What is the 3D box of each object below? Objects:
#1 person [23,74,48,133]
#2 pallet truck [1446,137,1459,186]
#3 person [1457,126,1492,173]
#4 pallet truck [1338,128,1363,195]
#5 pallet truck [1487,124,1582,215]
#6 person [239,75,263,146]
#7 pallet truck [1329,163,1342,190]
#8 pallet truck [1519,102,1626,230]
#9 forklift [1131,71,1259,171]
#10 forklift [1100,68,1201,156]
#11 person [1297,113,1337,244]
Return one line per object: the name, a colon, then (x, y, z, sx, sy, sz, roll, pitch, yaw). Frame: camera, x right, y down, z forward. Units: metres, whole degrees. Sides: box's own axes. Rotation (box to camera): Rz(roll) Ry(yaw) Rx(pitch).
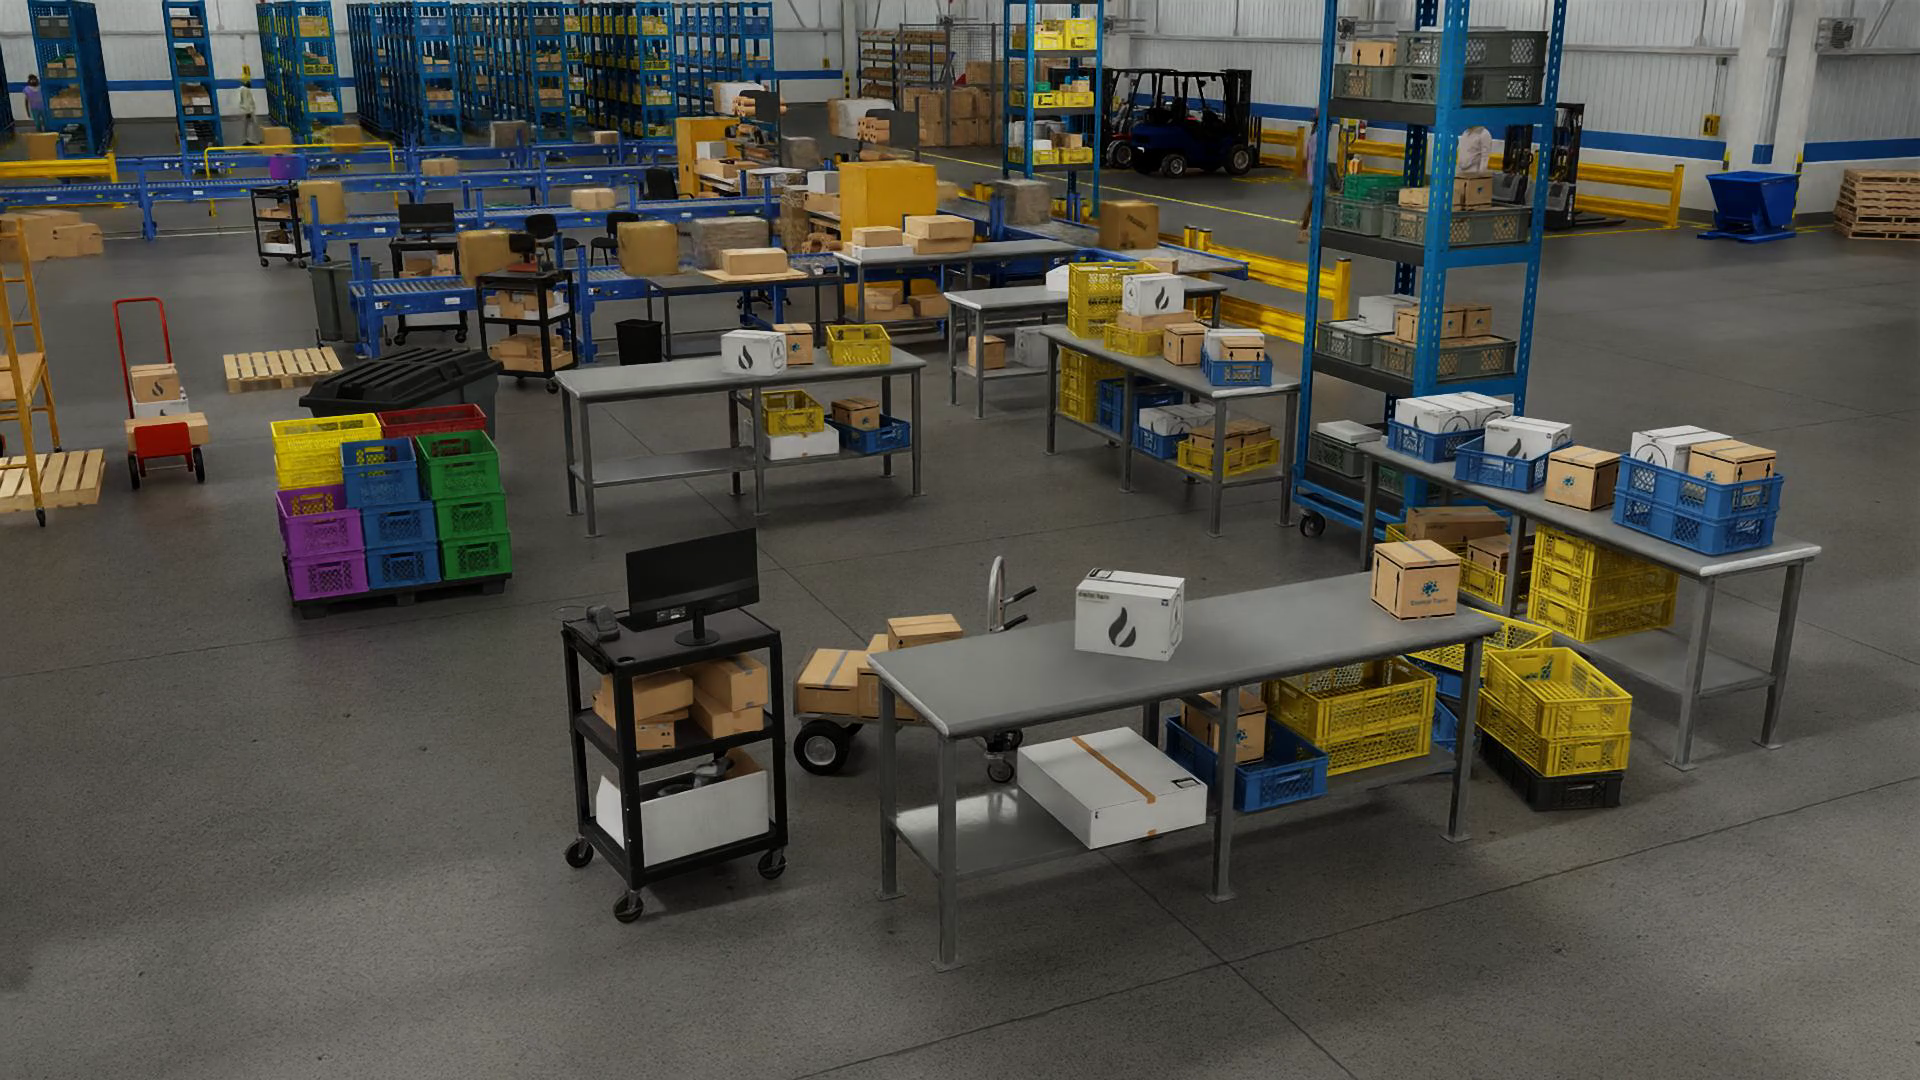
person: (-23.911, -11.151, 43.158, 0.610, 1.829, 0.453, -9, 20, -27)
pallet truck: (9.184, -6.485, 29.328, 1.630, 1.274, 0.653, -8, 19, -23)
person: (8.014, -5.788, 26.149, 0.408, 1.908, 0.643, -7, 19, -22)
pallet truck: (7.845, -7.140, 31.411, 1.522, 1.261, 0.704, -9, 20, -25)
pallet truck: (9.707, -6.455, 28.103, 1.885, 1.965, 0.823, -7, 19, -20)
person: (-18.354, -11.155, 43.215, 0.821, 1.801, 0.621, -11, 21, -31)
pallet truck: (7.723, -7.504, 32.656, 1.601, 1.201, 0.680, -8, 19, -23)
pallet truck: (9.972, -6.037, 26.785, 1.885, 1.965, 0.823, -9, 20, -25)
forklift: (4.998, -8.936, 35.413, 2.680, 1.987, 1.157, -9, 20, -25)
forklift: (4.082, -9.564, 37.410, 2.680, 1.987, 1.157, -8, 19, -23)
person: (5.495, -5.374, 24.698, 0.880, 1.999, 0.637, 3, 18, 11)
